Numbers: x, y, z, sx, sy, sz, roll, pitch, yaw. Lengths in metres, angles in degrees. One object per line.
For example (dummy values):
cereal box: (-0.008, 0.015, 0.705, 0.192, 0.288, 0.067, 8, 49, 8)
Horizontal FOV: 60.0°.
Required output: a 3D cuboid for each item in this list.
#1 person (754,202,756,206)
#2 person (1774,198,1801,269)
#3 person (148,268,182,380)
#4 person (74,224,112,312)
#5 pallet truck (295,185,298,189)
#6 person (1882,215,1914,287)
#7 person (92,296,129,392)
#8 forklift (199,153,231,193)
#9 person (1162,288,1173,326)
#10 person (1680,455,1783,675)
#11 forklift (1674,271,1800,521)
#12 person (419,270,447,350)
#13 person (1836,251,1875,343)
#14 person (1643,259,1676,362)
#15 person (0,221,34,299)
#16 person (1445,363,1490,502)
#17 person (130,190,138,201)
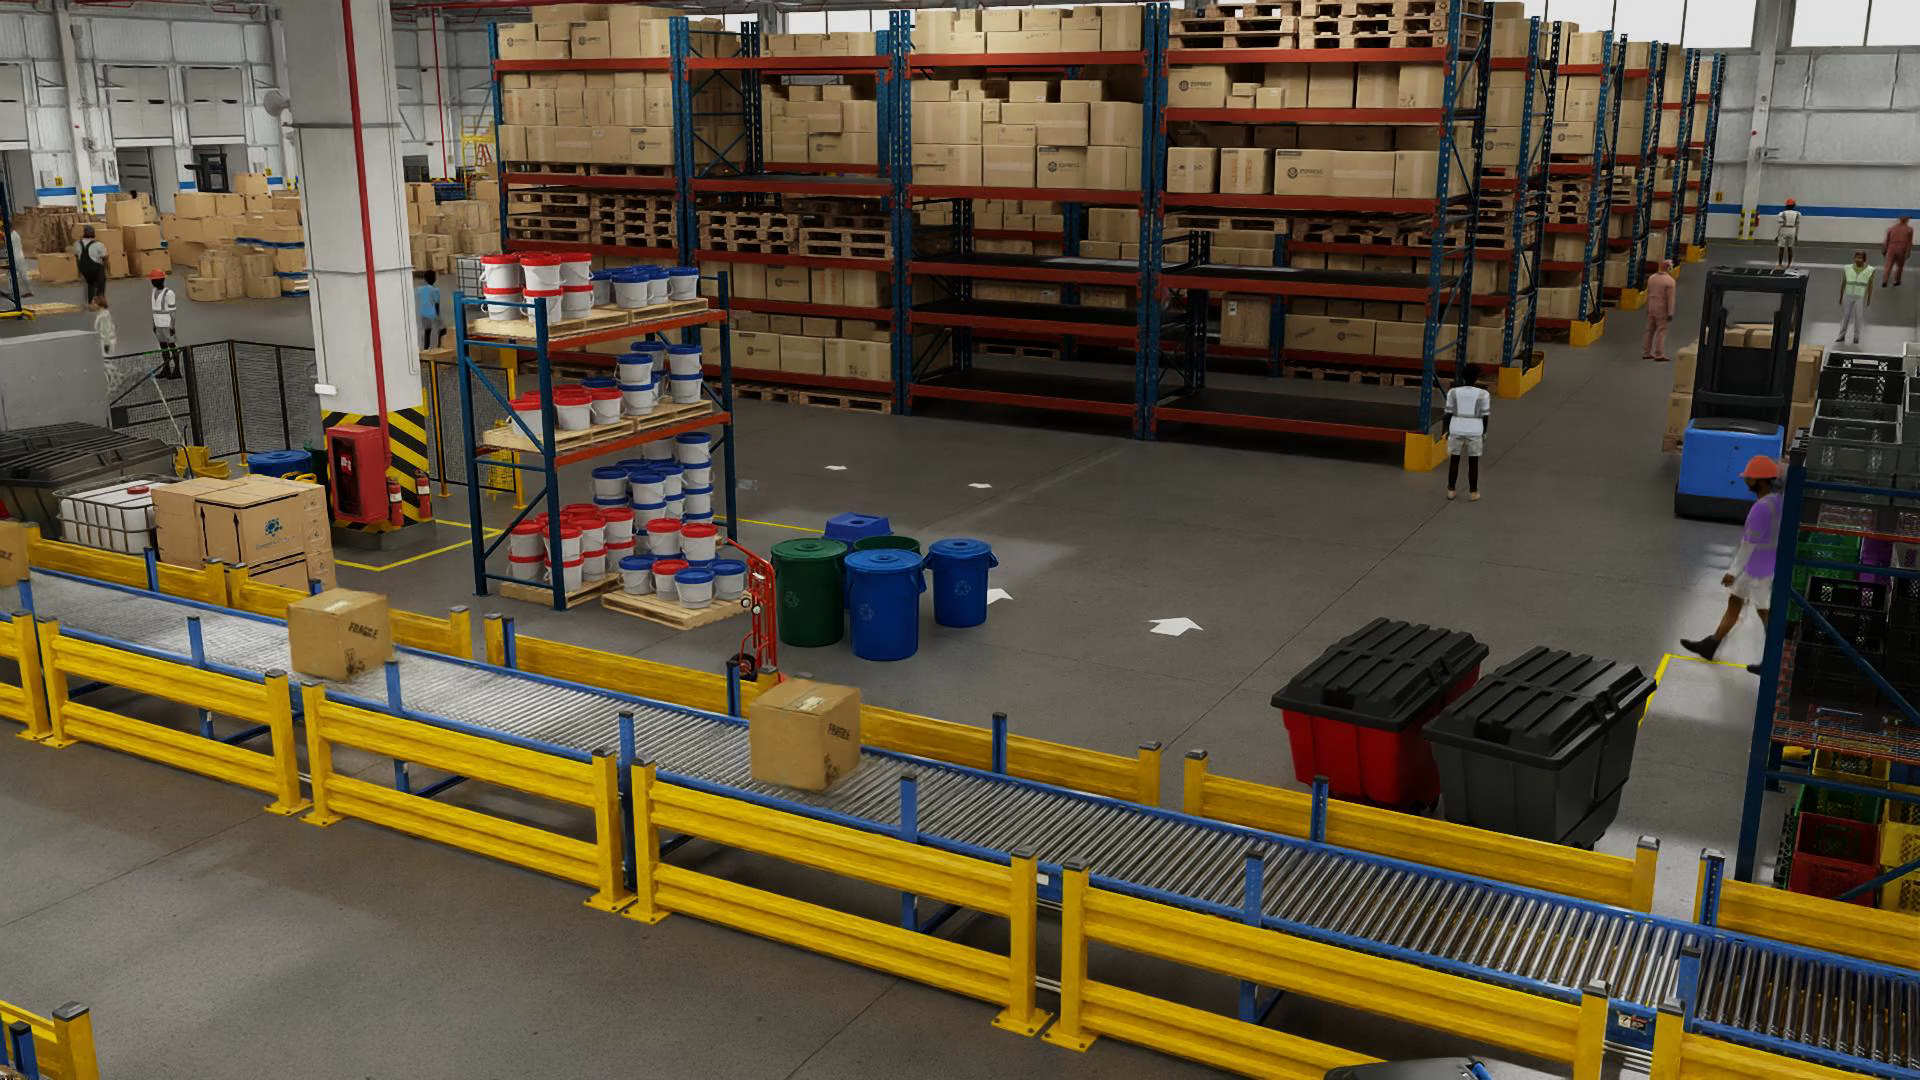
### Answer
person: (-6.535, -9.926, 52.813, 0.539, 1.615, 0.606, 4, 15, 16)
person: (23.619, -8.726, 47.499, 0.615, 2.045, 0.365, 1, 15, 4)
person: (-13.947, -3.781, 29.119, 0.544, 1.939, 0.355, 8, 17, 26)
person: (-19.747, -6.186, 37.962, 0.704, 2.000, 0.535, 2, 15, 6)
pallet truck: (-26.804, -14.617, 69.738, 1.885, 1.965, 0.823, -14, 20, -42)
person: (24.468, -7.538, 43.420, 0.690, 1.857, 0.971, 14, 20, 42)
person: (-14.271, -3.280, 27.838, 0.395, 1.626, 0.517, -11, 19, -36)
forklift: (-27.440, -12.865, 61.464, 1.873, 2.768, 1.129, 8, 17, 28)
person: (3.973, -4.832, 33.350, 0.944, 1.804, 0.627, 9, 17, 31)
person: (6.683, 0.210, 14.191, 0.950, 1.890, 0.545, 9, 18, 32)
forklift: (9.269, -1.763, 19.726, 1.129, 2.768, 1.873, 8, 17, 27)
person: (-9.923, -4.252, 31.372, 0.538, 1.676, 0.569, 8, 17, 28)
person: (18.050, -4.900, 33.508, 0.567, 1.841, 0.377, 11, 19, 36)
person: (13.127, -4.294, 31.130, 0.398, 1.900, 0.647, -6, 16, -22)
person: (-23.334, -6.882, 40.862, 0.631, 1.888, 0.883, 12, 19, 39)
person: (6.172, -1.308, 20.283, 0.533, 1.697, 0.322, 8, 17, 27)
person: (-28.949, -11.435, 58.356, 0.449, 1.686, 0.548, -2, 15, -8)
